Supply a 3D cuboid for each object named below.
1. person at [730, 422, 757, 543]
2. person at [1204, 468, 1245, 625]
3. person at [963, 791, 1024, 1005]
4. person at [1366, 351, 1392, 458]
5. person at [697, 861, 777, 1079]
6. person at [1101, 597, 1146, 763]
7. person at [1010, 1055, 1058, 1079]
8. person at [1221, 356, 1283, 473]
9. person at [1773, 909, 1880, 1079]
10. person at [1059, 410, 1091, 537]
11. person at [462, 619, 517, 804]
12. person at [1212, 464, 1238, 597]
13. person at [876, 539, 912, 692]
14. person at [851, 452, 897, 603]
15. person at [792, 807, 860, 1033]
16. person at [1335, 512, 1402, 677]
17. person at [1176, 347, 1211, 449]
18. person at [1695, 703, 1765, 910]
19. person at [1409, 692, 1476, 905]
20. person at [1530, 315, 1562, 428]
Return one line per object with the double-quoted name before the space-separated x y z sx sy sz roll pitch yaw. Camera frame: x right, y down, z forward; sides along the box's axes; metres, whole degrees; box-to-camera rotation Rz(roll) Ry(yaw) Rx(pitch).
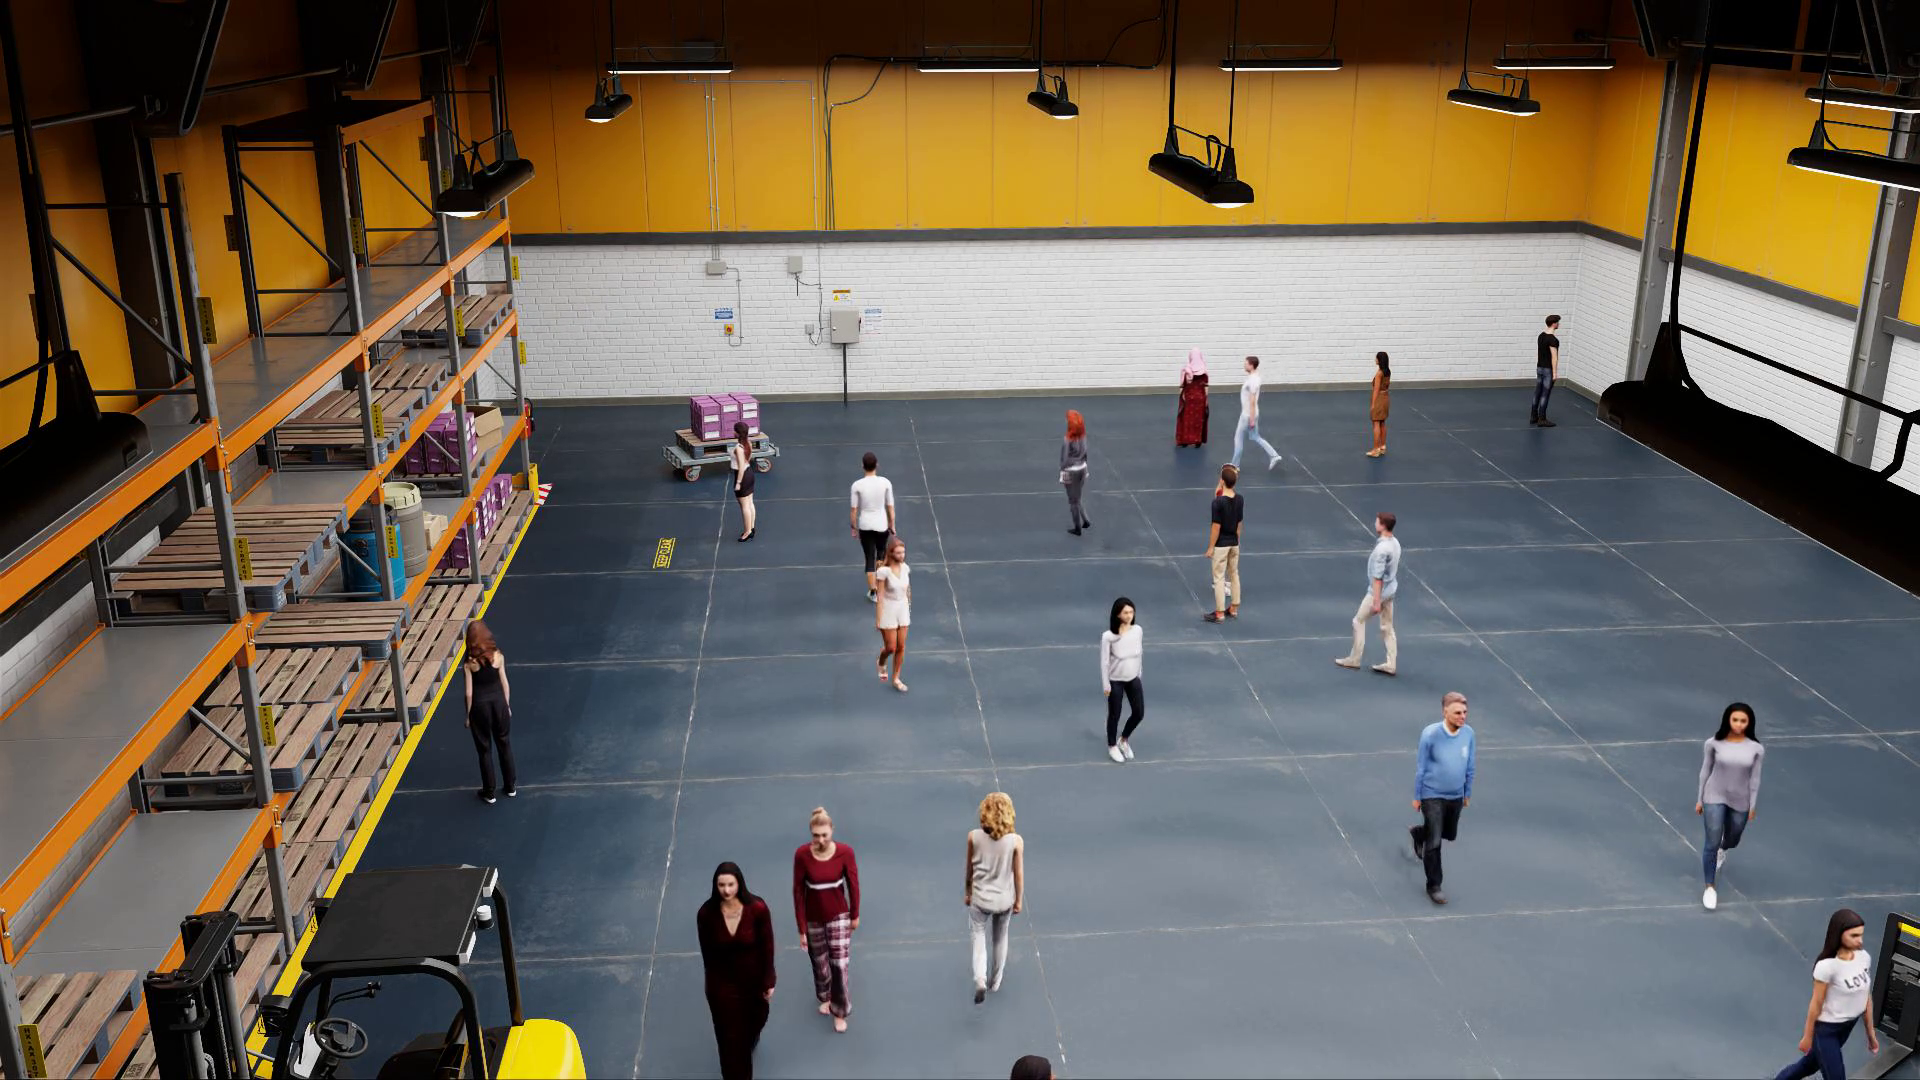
"person" -2.912 -0.793 22.410 0.665 1.648 0.527 3 19 10
"person" 3.122 0.062 19.544 0.725 1.857 0.714 -13 22 -33
"person" 0.218 2.641 12.192 0.703 1.661 0.895 2 19 7
"person" 6.673 -2.165 26.425 0.695 1.686 0.617 12 22 32
"person" -1.484 2.924 11.270 0.707 1.713 1.123 -3 19 -9
"person" 1.519 1.323 16.062 0.718 1.690 0.712 -8 20 -24
"person" 0.414 3.608 9.230 0.759 1.719 0.551 -3 19 -10
"person" 4.523 -1.893 25.402 1.016 1.824 1.180 5 19 16
"person" 5.486 3.126 10.643 0.951 1.732 1.221 -11 22 -30
"person" 1.608 -0.866 22.452 0.726 1.761 0.776 -15 24 -38
"person" -4.333 1.562 15.271 0.666 1.743 0.673 -13 23 -34
"person" 3.251 -0.145 20.508 0.698 1.634 0.517 1 19 4
"person" -0.747 0.771 17.709 0.746 1.685 0.813 -13 23 -34
"person" -1.039 -0.132 20.153 0.725 1.837 0.737 -4 19 -11
"person" -0.979 2.683 12.037 0.630 1.680 0.721 -1 19 -2
"person" 4.634 0.608 17.968 1.011 1.828 0.963 13 23 34
"person" 3.785 -2.310 26.940 0.730 1.632 0.674 2 19 5
"person" 6.284 2.120 13.650 0.888 1.718 1.103 7 20 20
"person" 3.939 2.047 13.748 0.745 1.795 1.066 -4 19 -11
"person" 9.956 -2.891 28.251 0.775 1.896 0.555 -4 19 -13
